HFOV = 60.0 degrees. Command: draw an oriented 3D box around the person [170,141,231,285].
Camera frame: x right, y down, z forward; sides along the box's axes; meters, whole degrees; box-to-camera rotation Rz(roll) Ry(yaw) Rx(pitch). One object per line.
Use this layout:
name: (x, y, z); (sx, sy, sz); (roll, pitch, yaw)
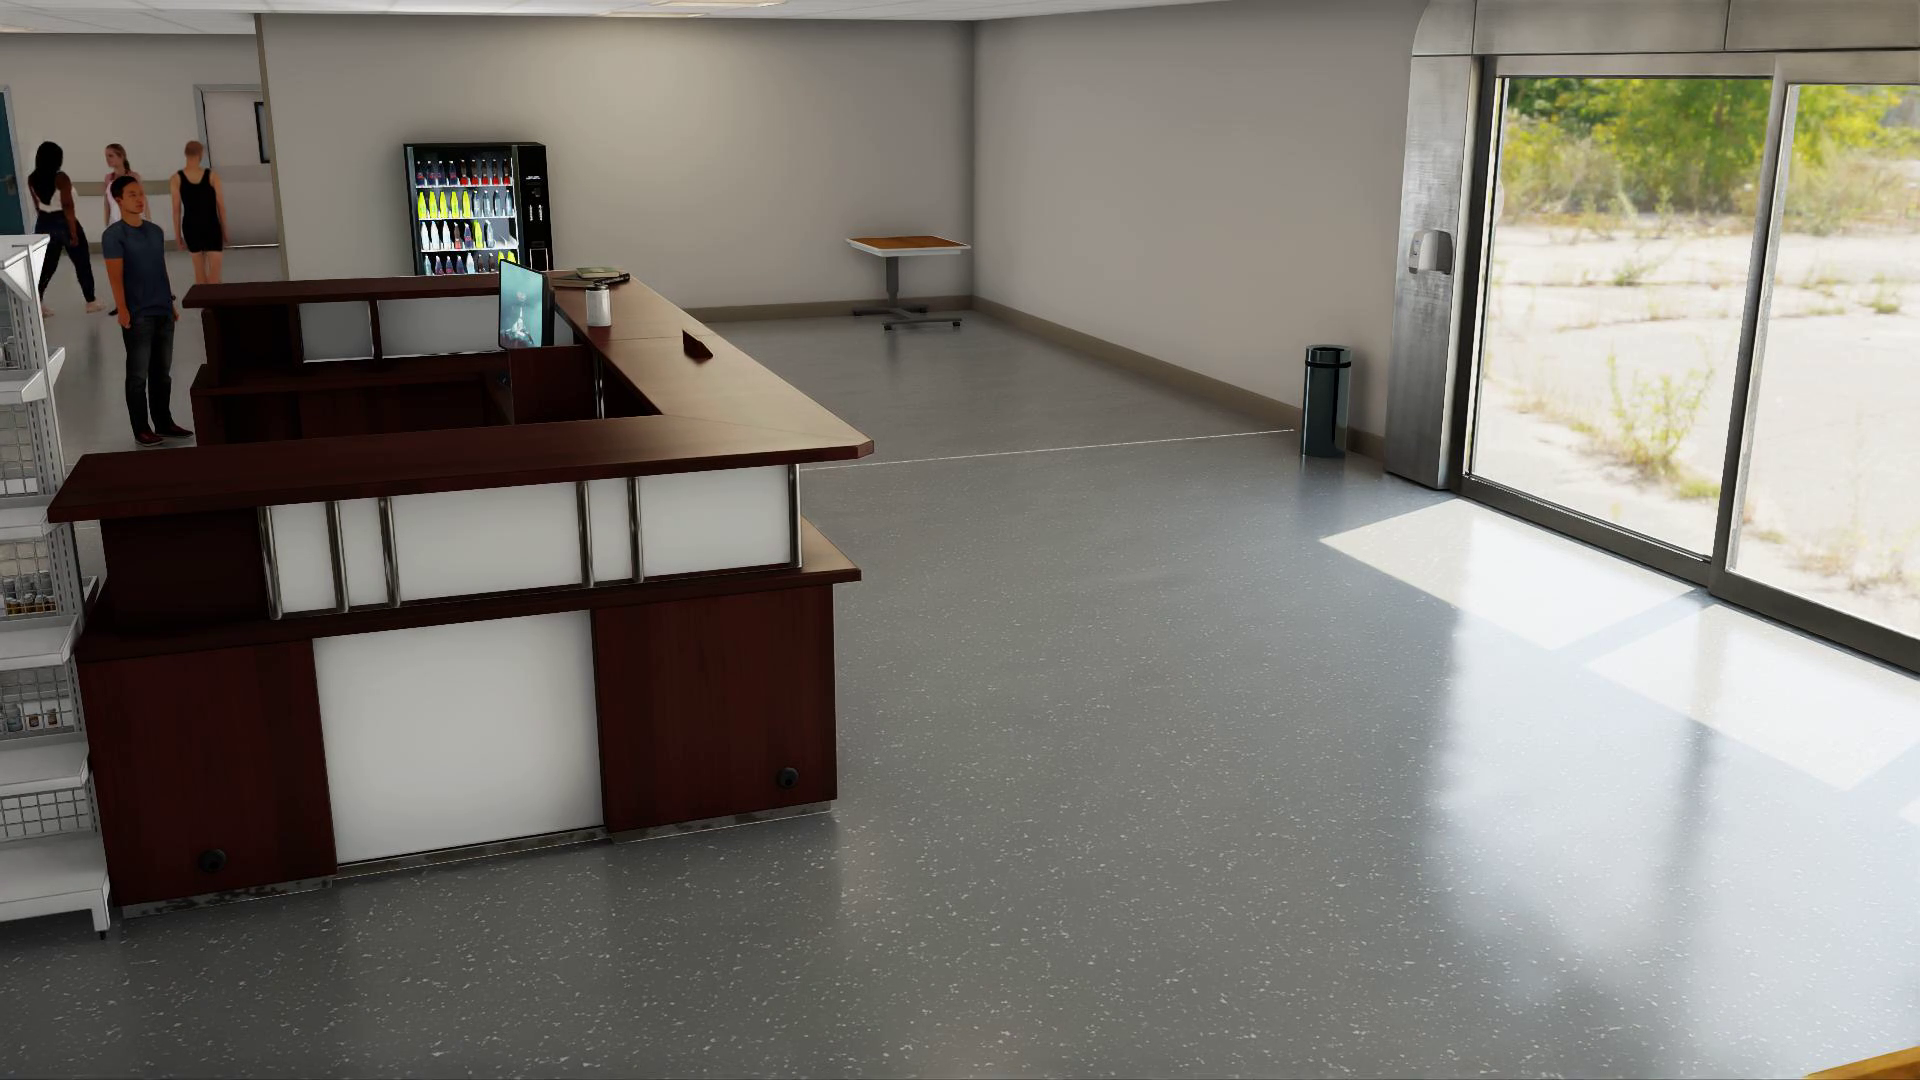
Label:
person: (-7.704, -3.111, 16.906); (1.071, 1.780, 0.727); (-5, 16, -17)

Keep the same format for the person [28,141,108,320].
person: (-9.250, -3.102, 16.904); (1.228, 1.763, 1.108); (3, 16, 11)

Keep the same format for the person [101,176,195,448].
person: (-5.593, -1.571, 11.386); (0.753, 1.810, 0.727); (5, 16, 17)

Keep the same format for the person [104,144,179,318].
person: (-8.504, -3.181, 17.230); (1.154, 1.738, 1.146); (5, 17, 18)
